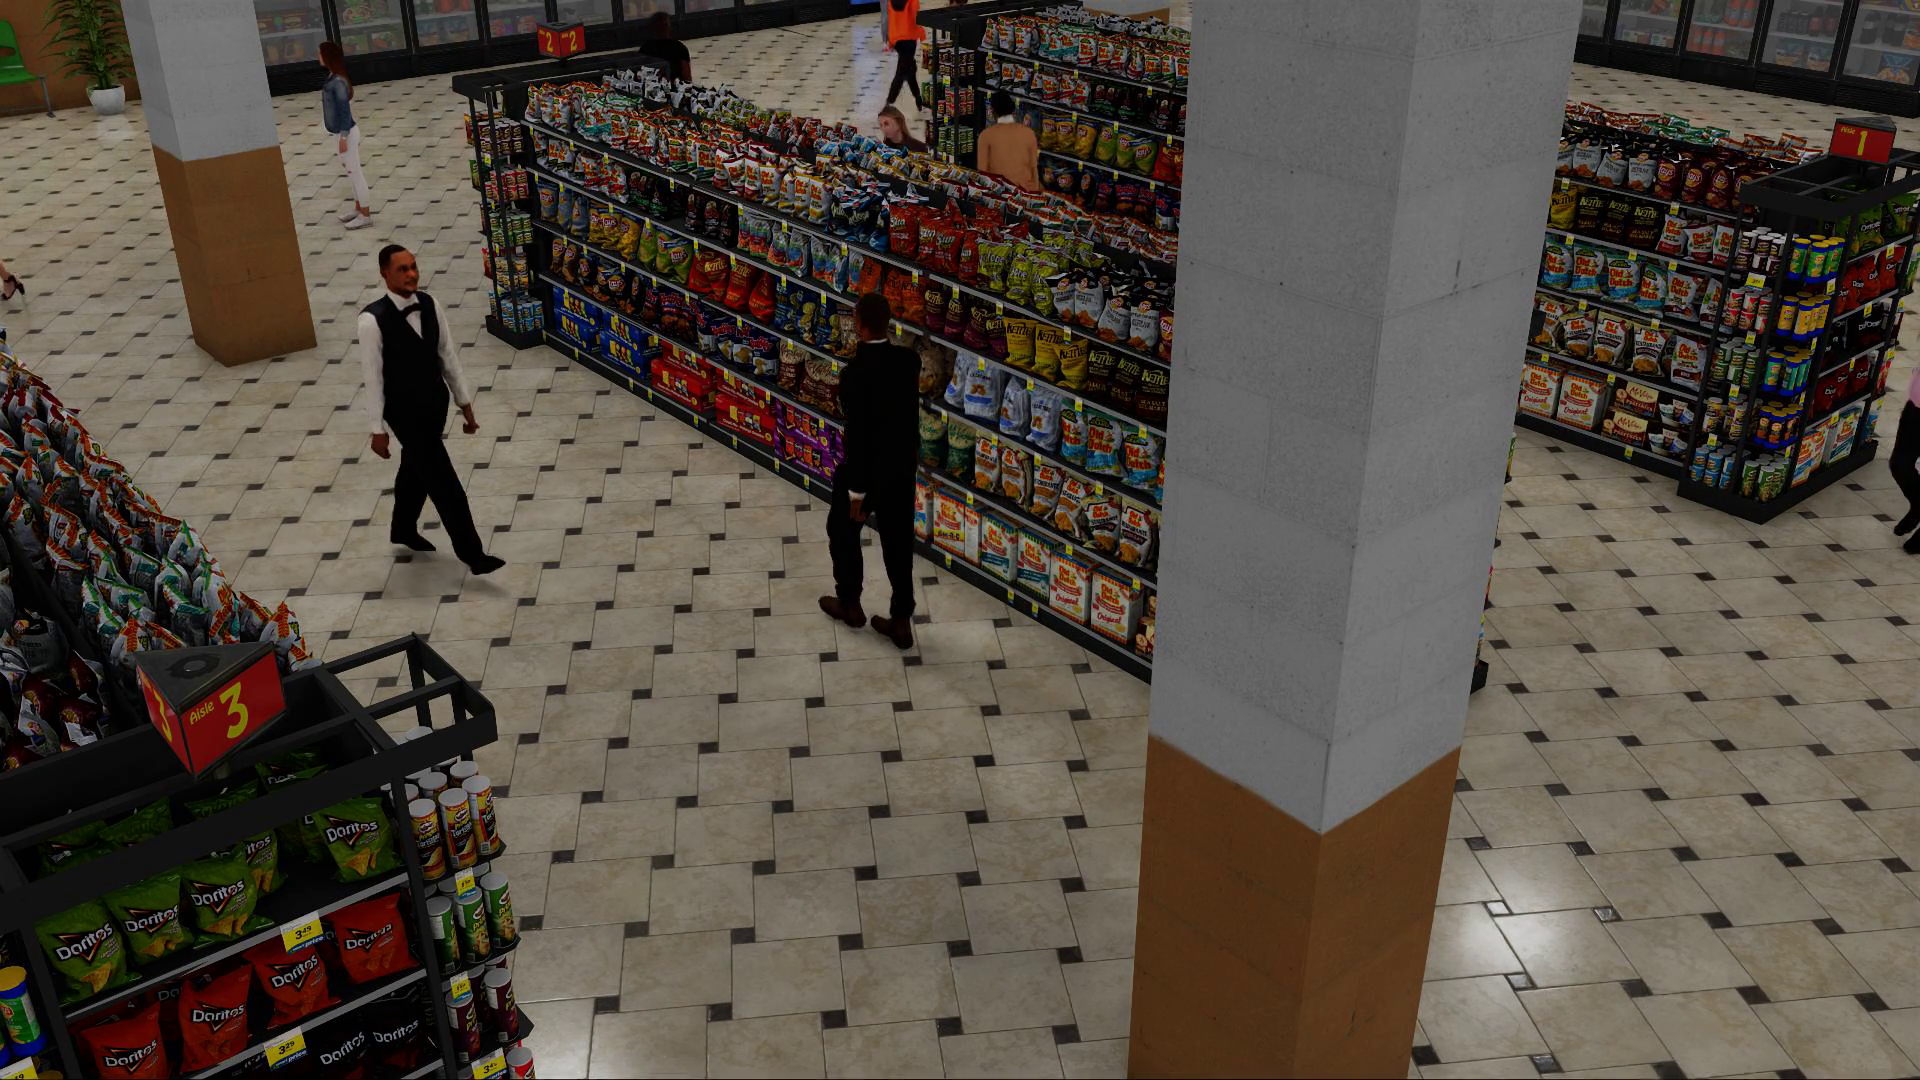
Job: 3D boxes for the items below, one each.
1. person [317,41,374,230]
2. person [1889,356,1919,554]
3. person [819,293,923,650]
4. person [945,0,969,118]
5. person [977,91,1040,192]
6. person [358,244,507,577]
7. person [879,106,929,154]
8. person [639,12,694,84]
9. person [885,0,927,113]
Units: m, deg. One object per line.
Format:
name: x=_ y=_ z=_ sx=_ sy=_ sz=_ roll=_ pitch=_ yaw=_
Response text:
person: x=-5.723 y=-3.781 z=15.514 sx=0.713 sy=1.703 sz=0.528 roll=-14 pitch=30 yaw=-25
person: x=5.699 y=-0.751 z=9.569 sx=0.724 sy=1.676 sz=0.593 roll=-16 pitch=31 yaw=-29
person: x=-0.360 y=-0.305 z=8.462 sx=0.728 sy=1.881 sz=0.881 roll=-19 pitch=32 yaw=-32
person: x=-0.078 y=-5.493 z=18.932 sx=0.687 sy=1.665 sz=0.576 roll=-18 pitch=32 yaw=-31
person: x=0.415 y=-2.664 z=13.298 sx=1.096 sy=1.716 sz=1.237 roll=0 pitch=27 yaw=1
person: x=-3.087 y=-0.717 z=9.290 sx=1.289 sy=1.868 sz=0.976 roll=15 pitch=30 yaw=27
person: x=-0.407 y=-2.584 z=13.175 sx=0.804 sy=1.683 sz=0.878 roll=-1 pitch=27 yaw=-3
person: x=-2.842 y=-4.179 z=16.188 sx=1.055 sy=1.803 sz=1.053 roll=7 pitch=28 yaw=14
person: x=-0.705 y=-5.728 z=19.359 sx=0.666 sy=1.698 sz=1.018 roll=-22 pitch=34 yaw=-36
